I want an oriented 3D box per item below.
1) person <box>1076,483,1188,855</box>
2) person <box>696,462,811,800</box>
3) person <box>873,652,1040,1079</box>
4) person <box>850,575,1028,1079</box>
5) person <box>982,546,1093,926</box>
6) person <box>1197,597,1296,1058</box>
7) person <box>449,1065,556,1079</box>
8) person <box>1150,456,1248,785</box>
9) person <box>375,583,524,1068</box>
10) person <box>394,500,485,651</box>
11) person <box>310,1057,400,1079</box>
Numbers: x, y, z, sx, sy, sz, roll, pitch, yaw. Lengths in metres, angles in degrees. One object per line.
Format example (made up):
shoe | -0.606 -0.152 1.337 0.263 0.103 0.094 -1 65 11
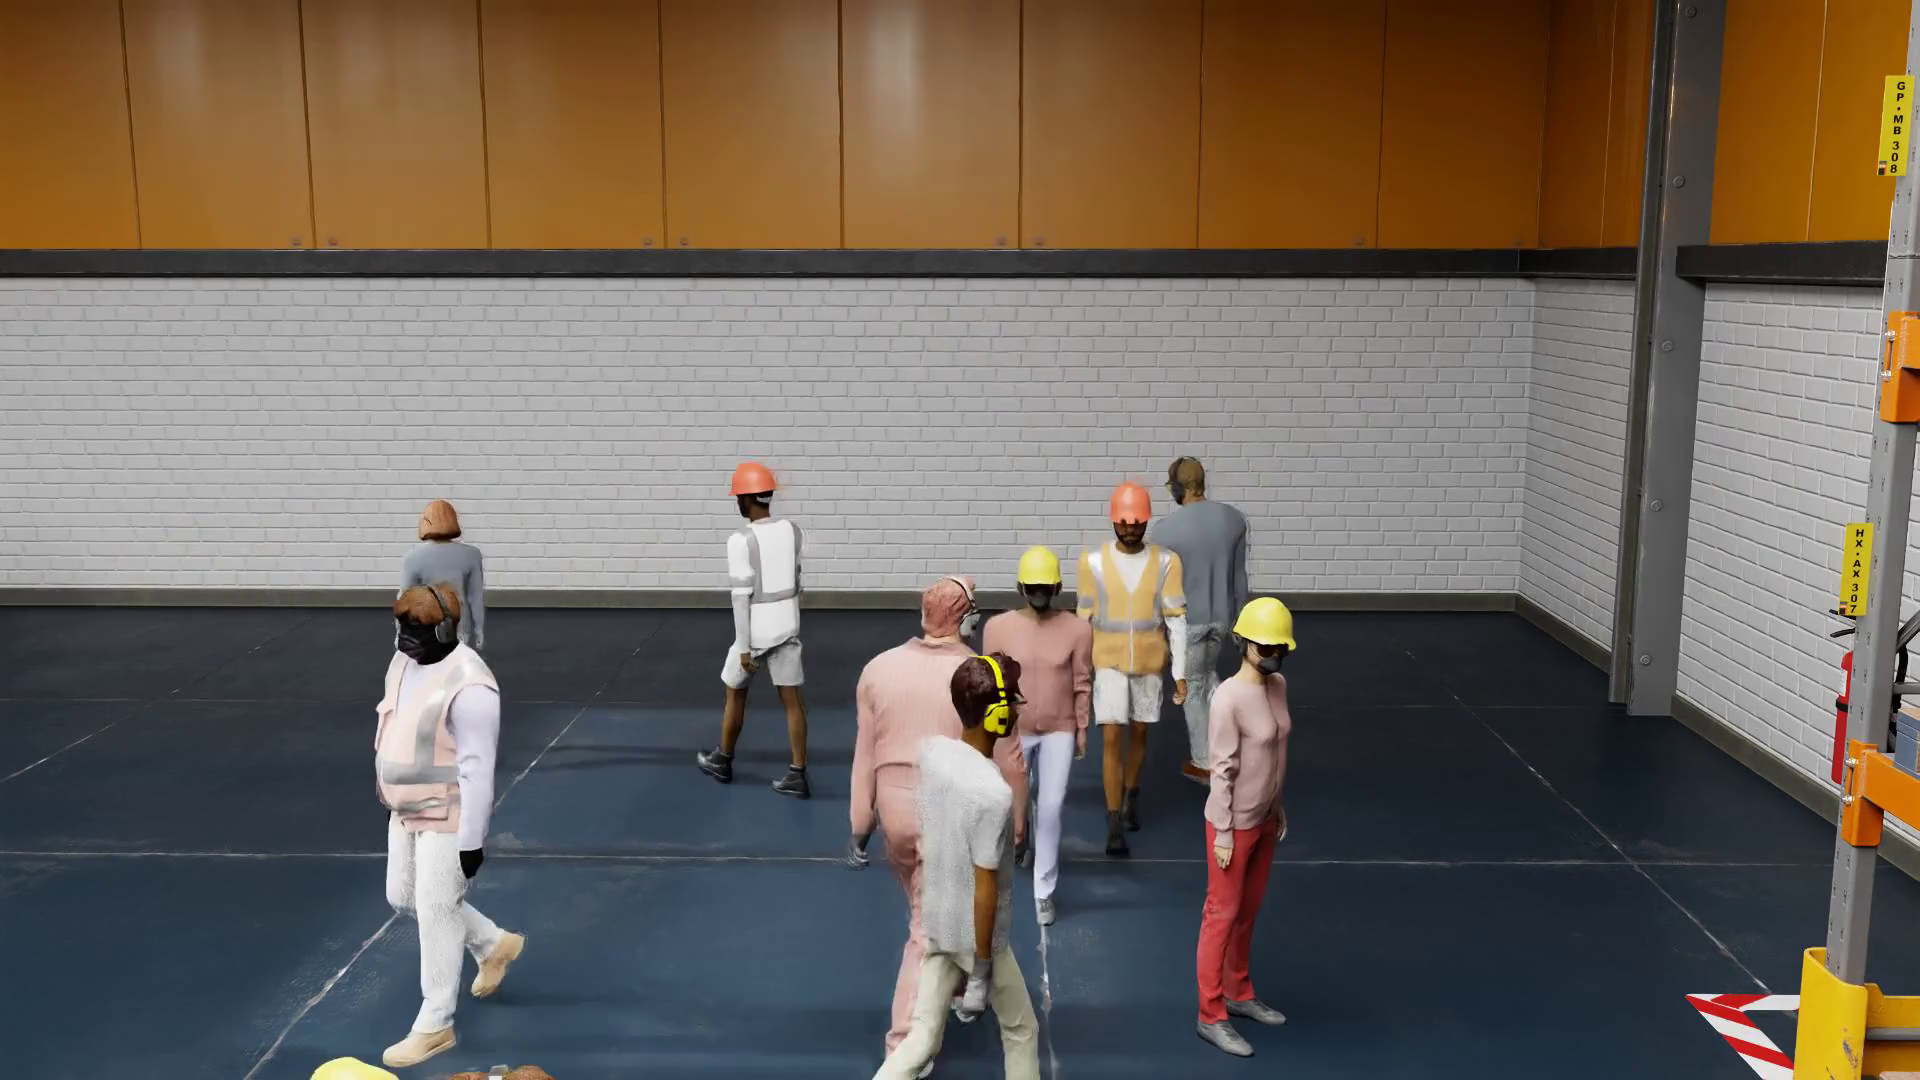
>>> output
person | 0.886 0.659 8.552 0.567 1.892 0.939 0 9 1
person | -1.181 0.498 9.500 0.561 1.902 0.894 -9 13 -42
person | -0.029 1.249 5.256 0.967 1.827 0.530 -7 12 -35
person | -0.065 1.060 6.311 0.655 1.847 1.013 5 11 28
person | 0.357 0.864 7.809 0.521 1.748 0.665 0 9 1
person | 1.130 1.082 6.425 0.333 1.763 0.527 7 12 36
person | -0.705 1.685 2.635 0.433 1.827 0.653 -3 10 -15
person | 1.356 0.470 9.624 0.652 1.916 0.441 -5 11 -27
person | -1.990 1.051 6.411 0.636 1.827 0.668 -9 13 -42
person | -3.129 0.551 10.103 0.514 1.593 0.841 -8 12 -39
person | -0.857 1.701 2.595 0.614 1.804 0.493 -3 10 -17
